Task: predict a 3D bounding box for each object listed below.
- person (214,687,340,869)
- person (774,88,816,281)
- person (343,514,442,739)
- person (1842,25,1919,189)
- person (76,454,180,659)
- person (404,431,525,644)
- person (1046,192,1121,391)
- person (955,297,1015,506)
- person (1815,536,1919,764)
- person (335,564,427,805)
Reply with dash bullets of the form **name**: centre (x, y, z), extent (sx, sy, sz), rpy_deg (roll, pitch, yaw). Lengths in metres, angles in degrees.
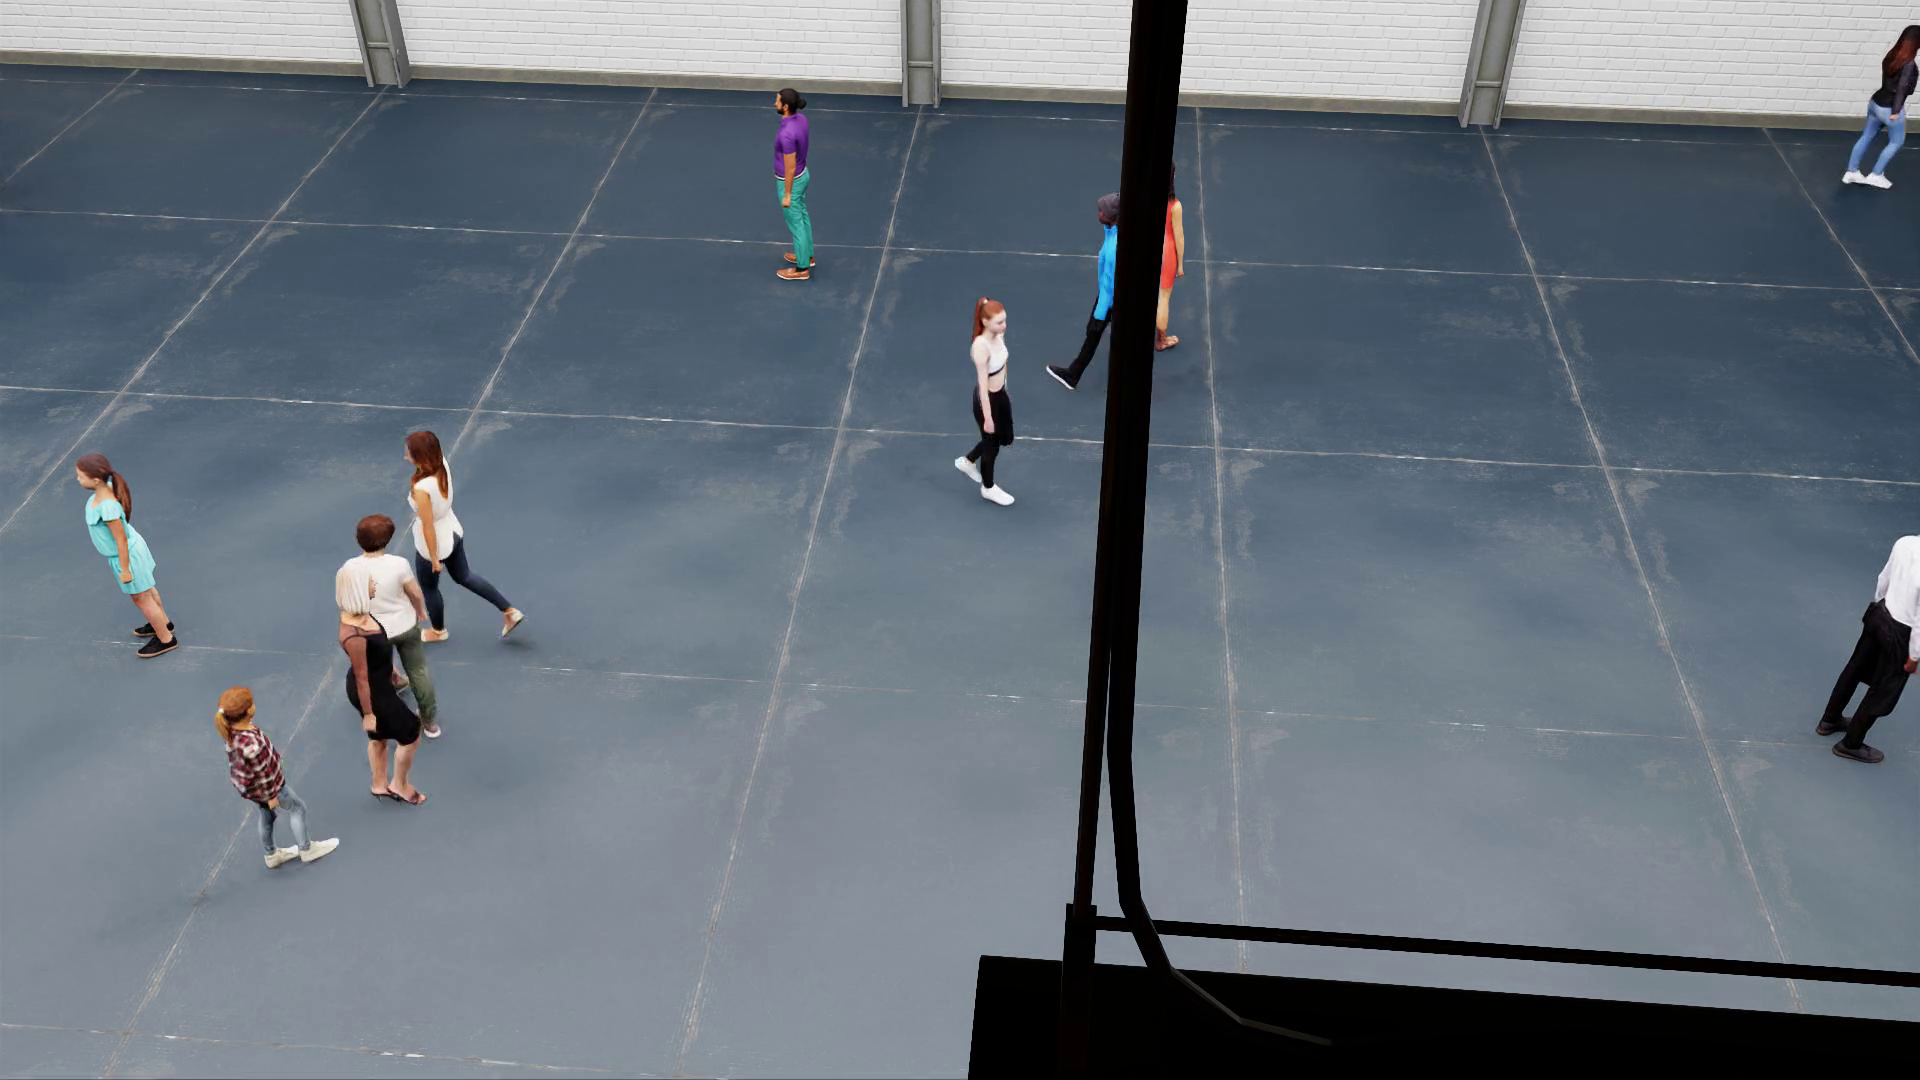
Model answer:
- **person**: centre (-4.035, 1.392, 9.443), extent (0.743, 1.288, 0.684), rpy_deg (-27, 46, -29)
- **person**: centre (-1.468, -3.176, 14.779), extent (0.569, 1.768, 0.621), rpy_deg (5, 39, 6)
- **person**: centre (-3.454, 0.578, 10.196), extent (0.793, 1.622, 0.789), rpy_deg (-11, 40, -14)
- **person**: centre (8.951, -4.208, 16.187), extent (0.680, 1.623, 0.680), rpy_deg (0, 39, 0)
- **person**: centre (-5.450, 0.083, 10.866), extent (0.673, 1.558, 0.641), rpy_deg (-15, 41, -18)
- **person**: centre (-3.294, 0.015, 10.801), extent (1.030, 1.747, 0.648), rpy_deg (9, 40, 11)
- **person**: centre (1.327, -1.882, 13.181), extent (1.080, 1.740, 0.757), rpy_deg (2, 39, 2)
- **person**: centre (0.140, -1.015, 12.097), extent (0.820, 1.738, 0.729), rpy_deg (15, 41, 18)
- **person**: centre (5.635, 0.562, 10.043), extent (0.585, 1.838, 0.672), rpy_deg (-2, 39, -3)
- **person**: centre (-3.510, 0.904, 9.710), extent (0.742, 1.718, 0.728), rpy_deg (-8, 39, -10)
